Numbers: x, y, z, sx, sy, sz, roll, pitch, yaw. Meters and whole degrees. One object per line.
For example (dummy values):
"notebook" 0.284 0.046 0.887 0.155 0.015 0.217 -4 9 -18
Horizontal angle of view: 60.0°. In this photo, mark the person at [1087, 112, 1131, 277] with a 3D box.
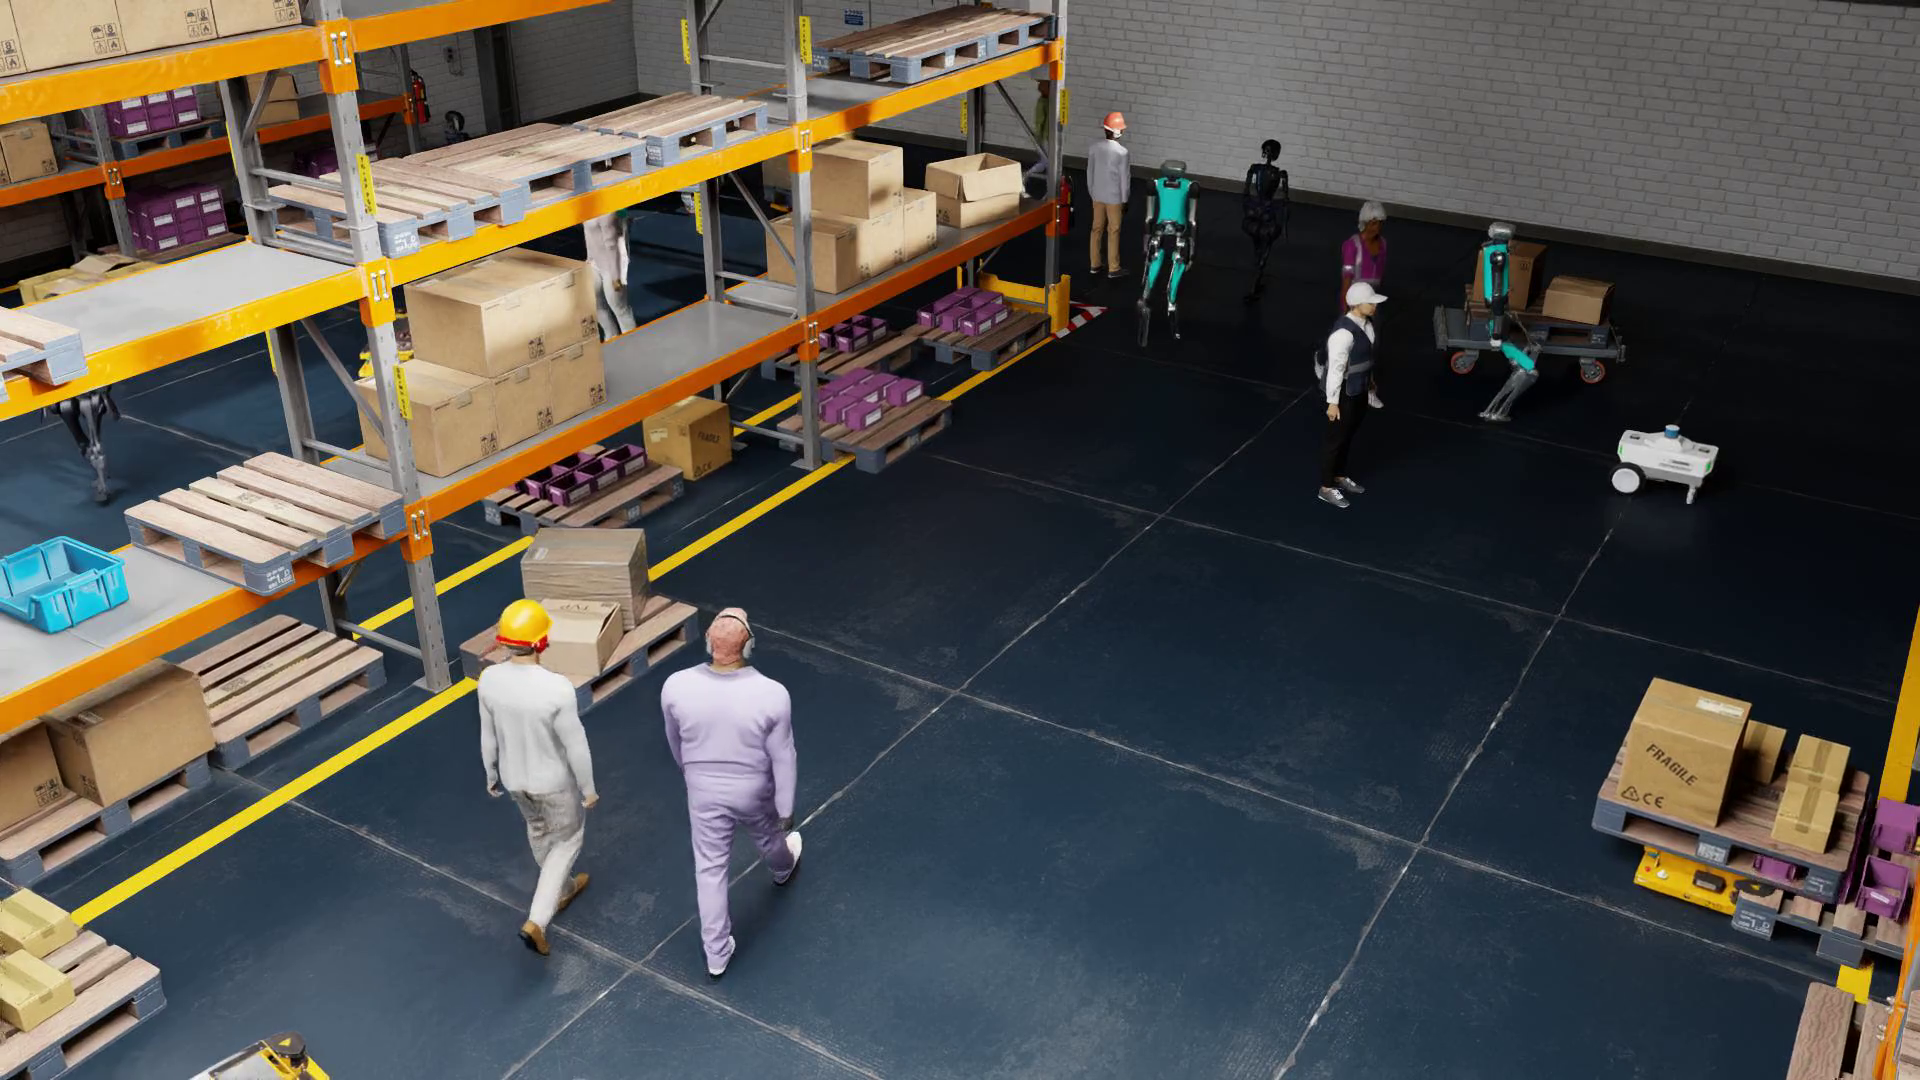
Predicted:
"person" 1.613 -3.713 17.871 0.337 1.752 0.563 -24 35 -38

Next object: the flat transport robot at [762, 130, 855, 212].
"flat transport robot" -1.570 -4.051 20.181 1.431 0.231 0.659 20 33 34

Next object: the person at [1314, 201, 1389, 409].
"person" 3.509 -2.129 14.688 0.499 1.815 0.838 -10 29 -19

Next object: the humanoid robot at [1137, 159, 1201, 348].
"humanoid robot" 1.955 -2.646 15.878 0.537 1.825 0.816 7 28 14

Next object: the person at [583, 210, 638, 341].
"person" -3.264 -2.504 15.317 0.416 1.921 0.635 -14 30 -25

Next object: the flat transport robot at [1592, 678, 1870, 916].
"flat transport robot" 4.207 1.557 9.131 0.659 0.231 1.431 16 31 28

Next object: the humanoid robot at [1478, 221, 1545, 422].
"humanoid robot" 4.711 -1.819 14.126 0.731 1.758 0.530 5 27 10

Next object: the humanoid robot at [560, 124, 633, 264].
"humanoid robot" -3.828 -3.595 17.680 0.562 1.724 1.047 24 35 39

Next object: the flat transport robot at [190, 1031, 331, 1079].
"flat transport robot" -3.309 2.643 6.991 0.659 0.231 1.431 23 35 37

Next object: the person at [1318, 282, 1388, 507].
"person" 2.985 -1.139 12.795 0.420 1.759 0.756 17 32 30

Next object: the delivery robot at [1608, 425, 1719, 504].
"delivery robot" 5.533 -0.620 13.110 0.772 0.600 0.521 15 31 27

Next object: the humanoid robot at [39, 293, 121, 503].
"humanoid robot" -6.840 -1.103 12.833 0.602 1.634 0.650 -2 27 -4

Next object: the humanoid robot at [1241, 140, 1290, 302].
"humanoid robot" 3.175 -3.316 17.184 0.616 1.640 0.608 -23 35 -37

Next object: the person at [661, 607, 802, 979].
"person" -1.095 1.149 8.189 0.667 1.849 1.027 2 27 4

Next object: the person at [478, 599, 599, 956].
"person" -2.080 1.163 8.137 0.578 1.876 0.710 8 28 15

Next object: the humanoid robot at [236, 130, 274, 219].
"humanoid robot" -7.526 -3.543 17.647 0.591 1.636 0.638 16 31 28

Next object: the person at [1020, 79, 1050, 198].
"person" 1.029 -4.925 20.420 0.763 1.600 0.505 11 29 20

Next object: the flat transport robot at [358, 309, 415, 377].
"flat transport robot" -5.254 -1.888 15.918 0.659 0.231 1.431 -2 27 -4

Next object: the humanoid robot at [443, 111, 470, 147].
"humanoid robot" -5.571 -3.912 18.366 0.398 1.640 0.619 6 27 11
